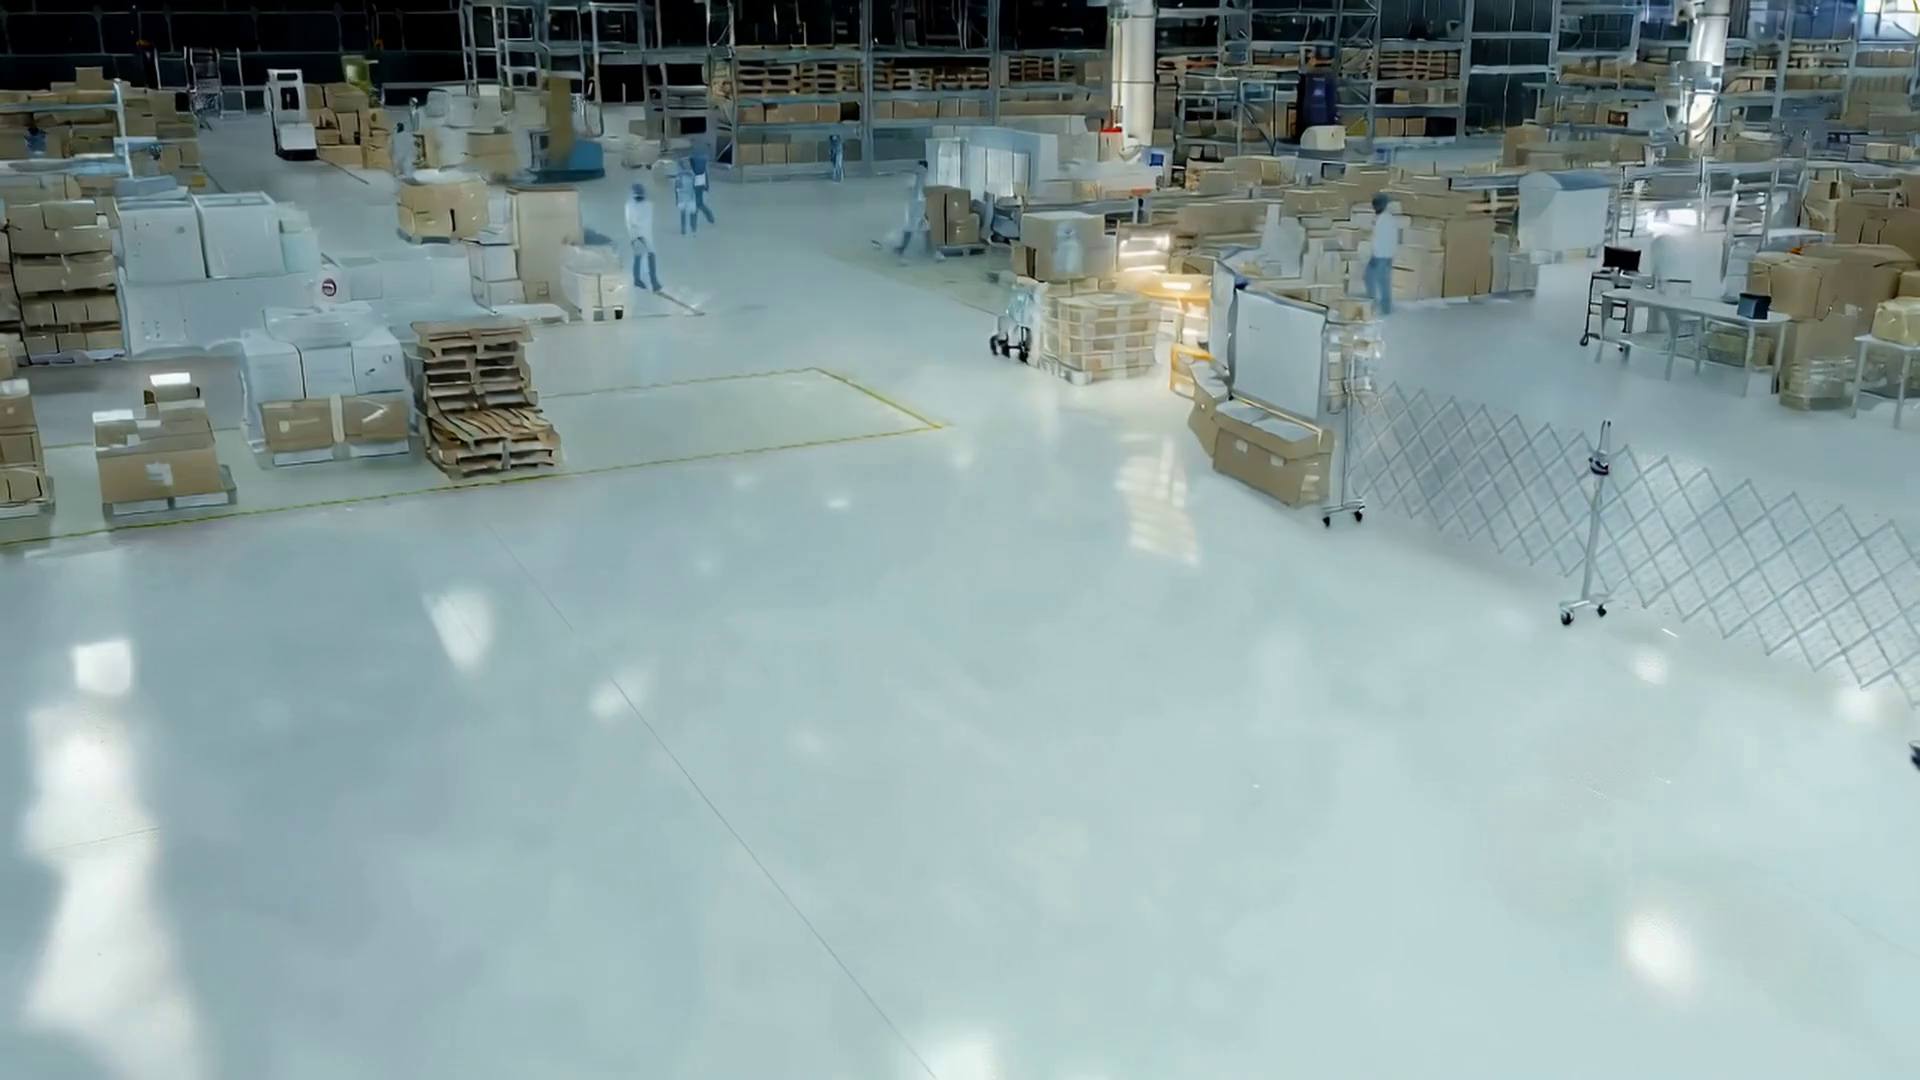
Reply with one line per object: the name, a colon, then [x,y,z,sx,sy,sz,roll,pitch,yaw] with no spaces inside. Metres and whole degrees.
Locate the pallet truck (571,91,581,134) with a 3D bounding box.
pallet truck: [-13.495,-14.412,57.188,0.823,1.965,1.885,-3,18,-9]

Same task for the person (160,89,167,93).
person: [-31.099,-16.855,65.309,0.455,1.675,0.563,-1,18,-4]

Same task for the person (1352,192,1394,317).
person: [6.576,-4.506,26.374,0.804,1.961,0.613,1,18,2]

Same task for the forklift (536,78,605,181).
forklift: [-11.215,-11.681,47.252,1.873,2.768,1.129,-9,20,-26]

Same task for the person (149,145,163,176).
person: [-17.968,-7.894,37.150,0.870,1.835,0.527,-13,22,-36]

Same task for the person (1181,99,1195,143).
person: [8.186,-14.981,59.575,0.530,1.601,0.744,0,18,1]

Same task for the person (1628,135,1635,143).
person: [24.144,-15.103,59.718,0.329,1.765,0.526,4,18,11]

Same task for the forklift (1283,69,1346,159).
forklift: [11.615,-13.871,54.079,1.129,2.768,1.873,-9,20,-27]

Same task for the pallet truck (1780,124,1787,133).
pallet truck: [25.206,-12.542,52.601,1.601,1.201,0.680,0,18,-2]

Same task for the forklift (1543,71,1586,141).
forklift: [18.685,-13.231,52.085,1.873,2.768,1.129,-9,20,-26]

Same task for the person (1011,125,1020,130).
person: [1.438,-9.740,42.855,0.999,1.855,0.648,-12,21,-33]

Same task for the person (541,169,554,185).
person: [-7.385,-5.766,30.305,0.672,1.958,0.495,10,21,30]

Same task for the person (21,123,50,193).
person: [-24.443,-10.125,44.092,0.447,1.830,0.655,15,23,39]

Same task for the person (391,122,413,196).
person: [-14.572,-9.950,43.420,0.644,1.898,0.920,2,18,8]

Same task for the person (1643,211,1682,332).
person: [10.302,-3.859,24.427,0.630,1.912,0.575,4,18,13]

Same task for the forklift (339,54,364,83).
forklift: [-25.815,-19.245,70.834,1.873,2.768,1.129,9,20,27]

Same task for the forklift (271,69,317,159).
forklift: [-21.809,-13.930,54.263,1.129,2.768,1.873,-9,20,-27]

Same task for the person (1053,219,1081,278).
person: [1.653,-3.836,24.538,0.849,1.803,0.588,-7,19,-20]

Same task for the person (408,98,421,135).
person: [-19.697,-15.186,60.188,0.533,1.624,0.460,6,19,17]

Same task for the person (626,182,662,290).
person: [-5.481,-5.259,28.841,0.594,1.872,0.898,-15,23,-38]

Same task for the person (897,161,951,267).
person: [-0.726,-6.175,31.557,1.052,1.960,0.713,2,18,6]

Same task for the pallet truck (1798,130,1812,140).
pallet truck: [25.526,-11.556,49.408,1.630,1.274,0.653,-9,20,-26]

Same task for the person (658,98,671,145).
person: [-9.624,-13.410,54.165,0.376,1.932,0.551,-9,20,-26]

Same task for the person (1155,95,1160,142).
person: [6.530,-13.795,55.298,0.768,1.966,0.635,-6,19,-17]

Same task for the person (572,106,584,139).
person: [-11.768,-12.223,50.528,0.629,1.913,0.921,-11,21,-30]

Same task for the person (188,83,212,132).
person: [-29.934,-17.018,65.479,0.717,1.897,0.597,2,18,6]

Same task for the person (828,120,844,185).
person: [-3.456,-10.765,46.208,0.518,1.756,0.343,-17,24,-42]

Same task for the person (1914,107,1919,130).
person: [32.259,-13.828,55.552,0.690,1.882,0.415,3,18,10]

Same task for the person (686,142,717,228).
person: [-5.823,-7.940,37.212,0.916,1.880,0.587,10,20,28]

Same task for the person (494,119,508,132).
person: [-13.538,-11.592,49.019,0.524,1.618,0.703,9,20,25]

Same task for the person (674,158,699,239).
person: [-5.799,-7.242,35.337,0.538,1.691,0.319,-8,20,-24]
